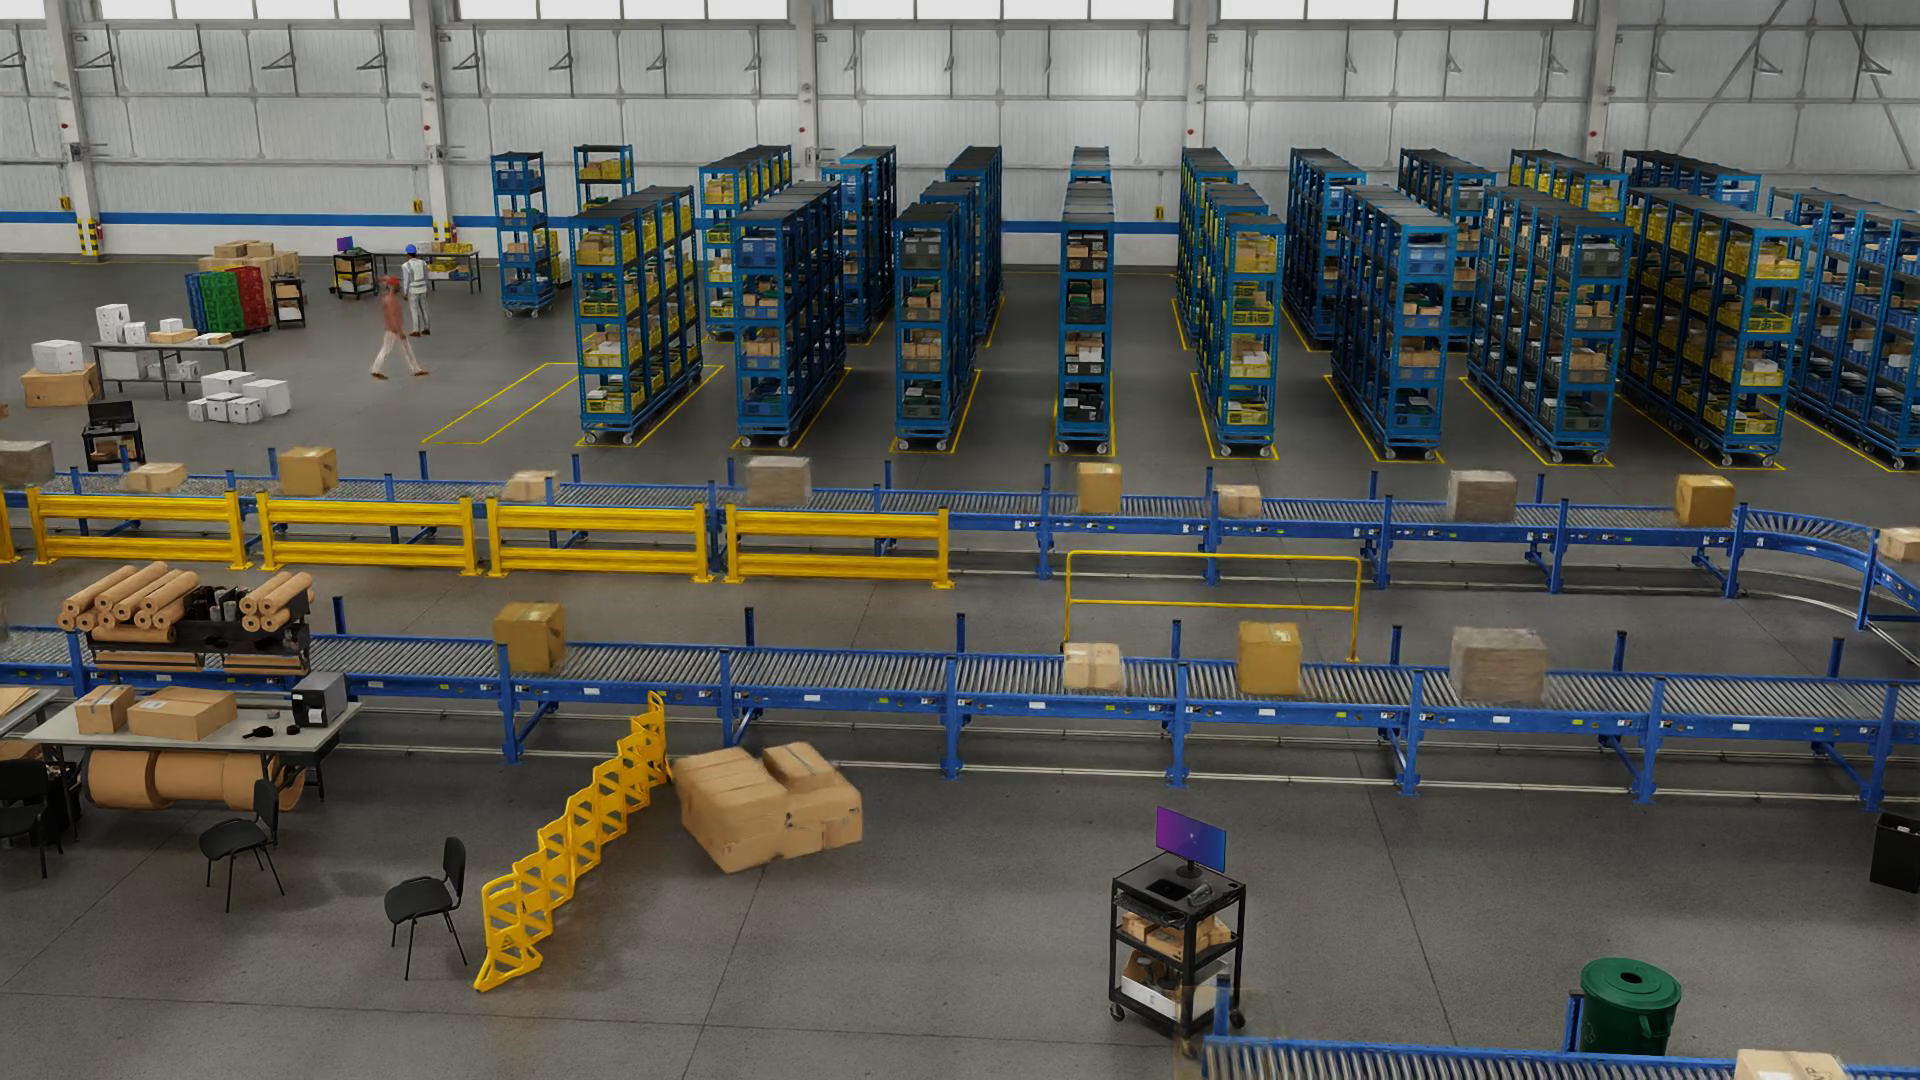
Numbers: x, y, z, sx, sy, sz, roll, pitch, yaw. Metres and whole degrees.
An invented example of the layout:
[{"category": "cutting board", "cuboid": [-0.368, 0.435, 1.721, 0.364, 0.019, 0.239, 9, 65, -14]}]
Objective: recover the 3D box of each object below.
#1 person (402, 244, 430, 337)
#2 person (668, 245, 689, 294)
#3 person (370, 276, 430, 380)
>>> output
[{"category": "person", "cuboid": [-11.461, -5.250, 35.030, 0.386, 1.948, 0.601, 11, 21, 31]}, {"category": "person", "cuboid": [-6.275, -5.650, 36.574, 0.607, 1.788, 0.915, -4, 18, -13]}, {"category": "person", "cuboid": [-10.522, -3.926, 30.861, 1.066, 1.943, 0.622, -2, 18, -6]}]
